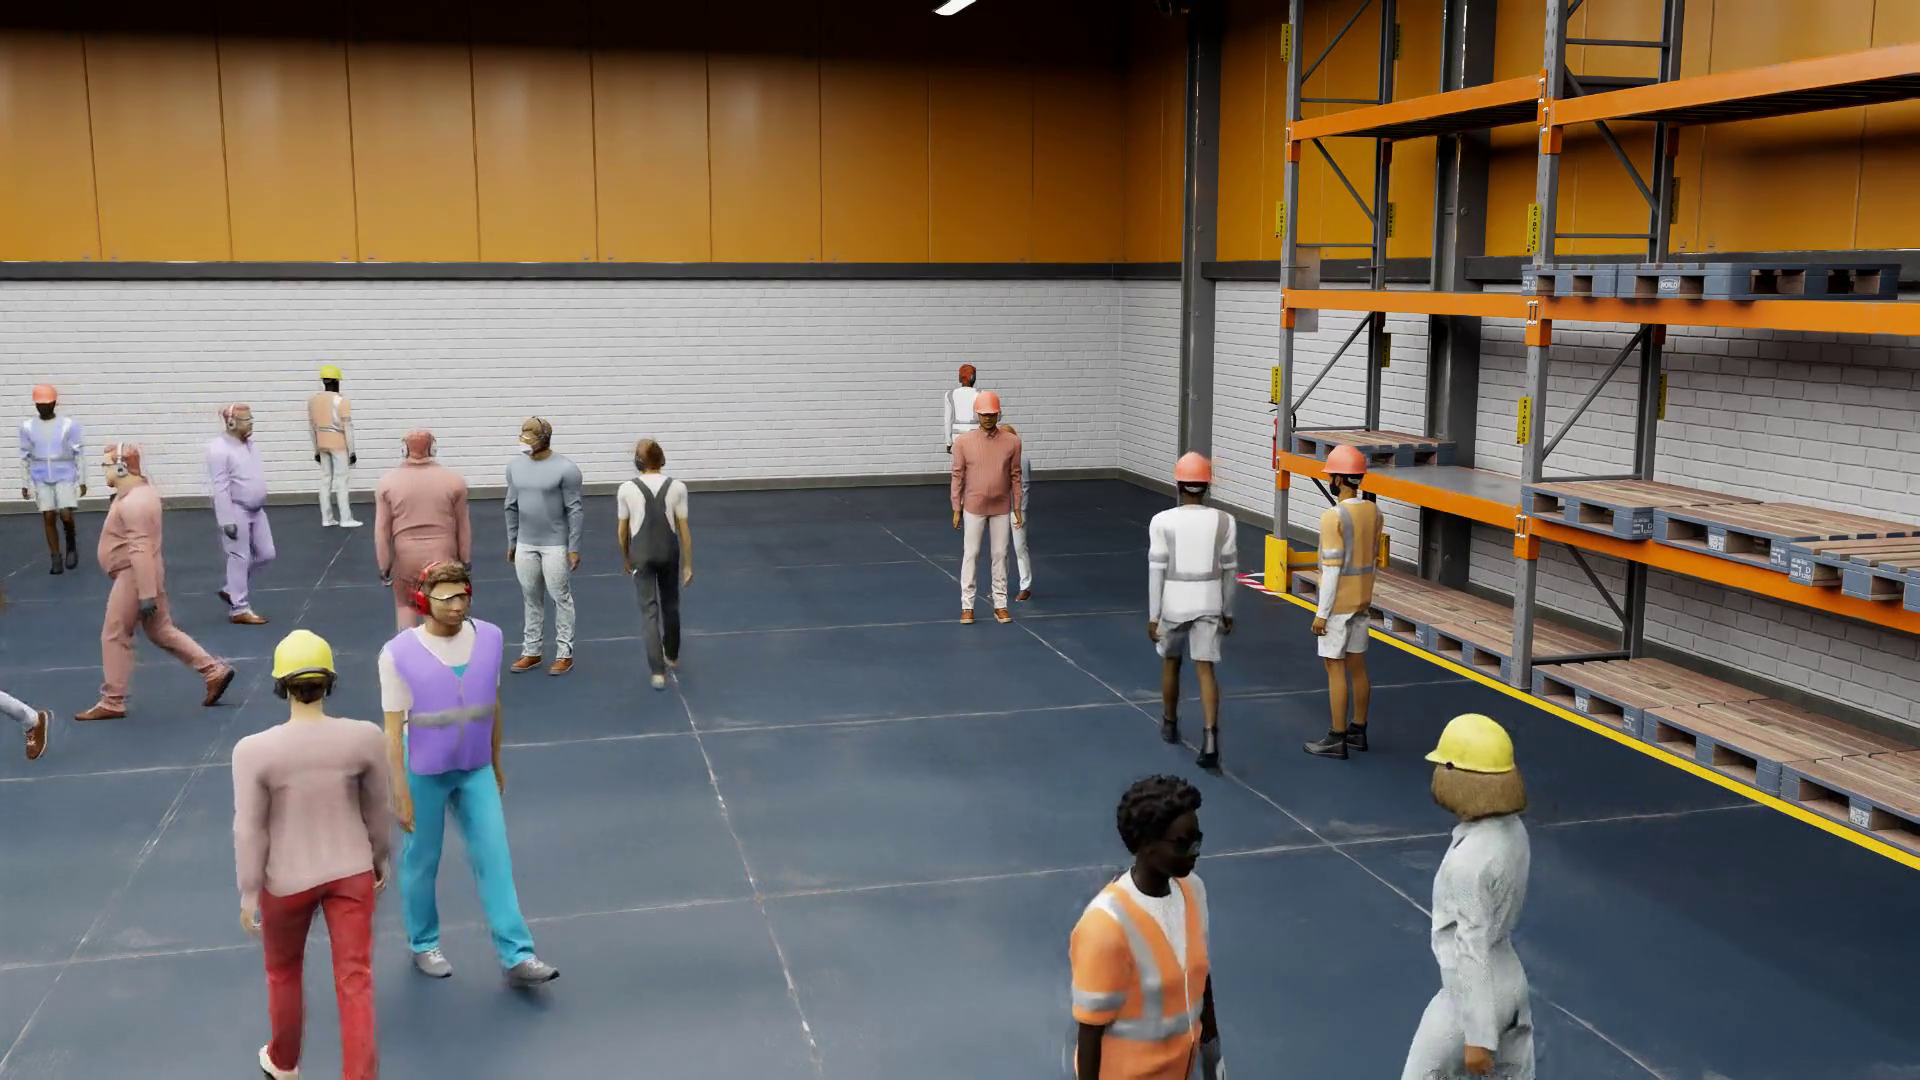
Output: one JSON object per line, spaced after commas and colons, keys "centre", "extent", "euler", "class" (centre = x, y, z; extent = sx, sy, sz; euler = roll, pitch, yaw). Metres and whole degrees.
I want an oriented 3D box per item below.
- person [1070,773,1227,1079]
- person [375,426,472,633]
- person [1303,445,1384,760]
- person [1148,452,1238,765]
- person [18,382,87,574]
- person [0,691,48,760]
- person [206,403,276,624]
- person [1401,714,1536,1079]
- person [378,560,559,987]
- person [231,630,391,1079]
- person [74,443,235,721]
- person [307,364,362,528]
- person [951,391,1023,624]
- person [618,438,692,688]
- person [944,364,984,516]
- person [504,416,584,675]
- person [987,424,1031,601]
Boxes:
{"centre": [0.547, 1.443, 4.425], "extent": [0.530, 1.678, 0.551], "euler": [7, 11, 36], "class": "person"}
{"centre": [-3.859, 0.125, 12.008], "extent": [0.659, 1.888, 0.438], "euler": [-2, 9, -15], "class": "person"}
{"centre": [2.352, 0.380, 10.269], "extent": [0.552, 1.935, 0.360], "euler": [-9, 13, -43], "class": "person"}
{"centre": [1.438, 0.412, 10.229], "extent": [0.557, 1.901, 0.969], "euler": [0, 9, -1], "class": "person"}
{"centre": [-8.995, -0.606, 16.482], "extent": [0.571, 1.917, 0.412], "euler": [-3, 10, -17], "class": "person"}
{"centre": [-5.841, 0.512, 9.765], "extent": [0.525, 1.845, 0.816], "euler": [3, 9, 17], "class": "person"}
{"centre": [-6.111, -0.218, 14.121], "extent": [0.462, 1.898, 0.639], "euler": [1, 9, 9], "class": "person"}
{"centre": [1.598, 1.356, 4.905], "extent": [0.849, 1.708, 0.493], "euler": [6, 11, 35], "class": "person"}
{"centre": [-2.053, 0.990, 6.870], "extent": [0.906, 1.805, 0.588], "euler": [9, 13, 44], "class": "person"}
{"centre": [-2.312, 1.175, 5.935], "extent": [0.550, 1.732, 0.815], "euler": [-6, 11, -33], "class": "person"}
{"centre": [-5.472, 0.267, 11.212], "extent": [0.931, 1.870, 0.643], "euler": [-3, 10, -19], "class": "person"}
{"centre": [-7.342, -1.097, 19.527], "extent": [0.591, 1.925, 0.384], "euler": [3, 10, 19], "class": "person"}
{"centre": [0.234, -0.275, 14.177], "extent": [0.622, 1.992, 0.393], "euler": [-1, 9, -9], "class": "person"}
{"centre": [-2.233, 0.151, 12.182], "extent": [0.498, 1.798, 0.941], "euler": [-3, 10, -17], "class": "person"}
{"centre": [0.096, -1.203, 20.311], "extent": [0.573, 1.886, 0.353], "euler": [3, 10, 18], "class": "person"}
{"centre": [-3.099, 0.042, 12.389], "extent": [0.628, 1.936, 0.377], "euler": [3, 10, 18], "class": "person"}
{"centre": [0.436, -0.252, 15.202], "extent": [0.499, 1.625, 0.304], "euler": [7, 11, 36], "class": "person"}
